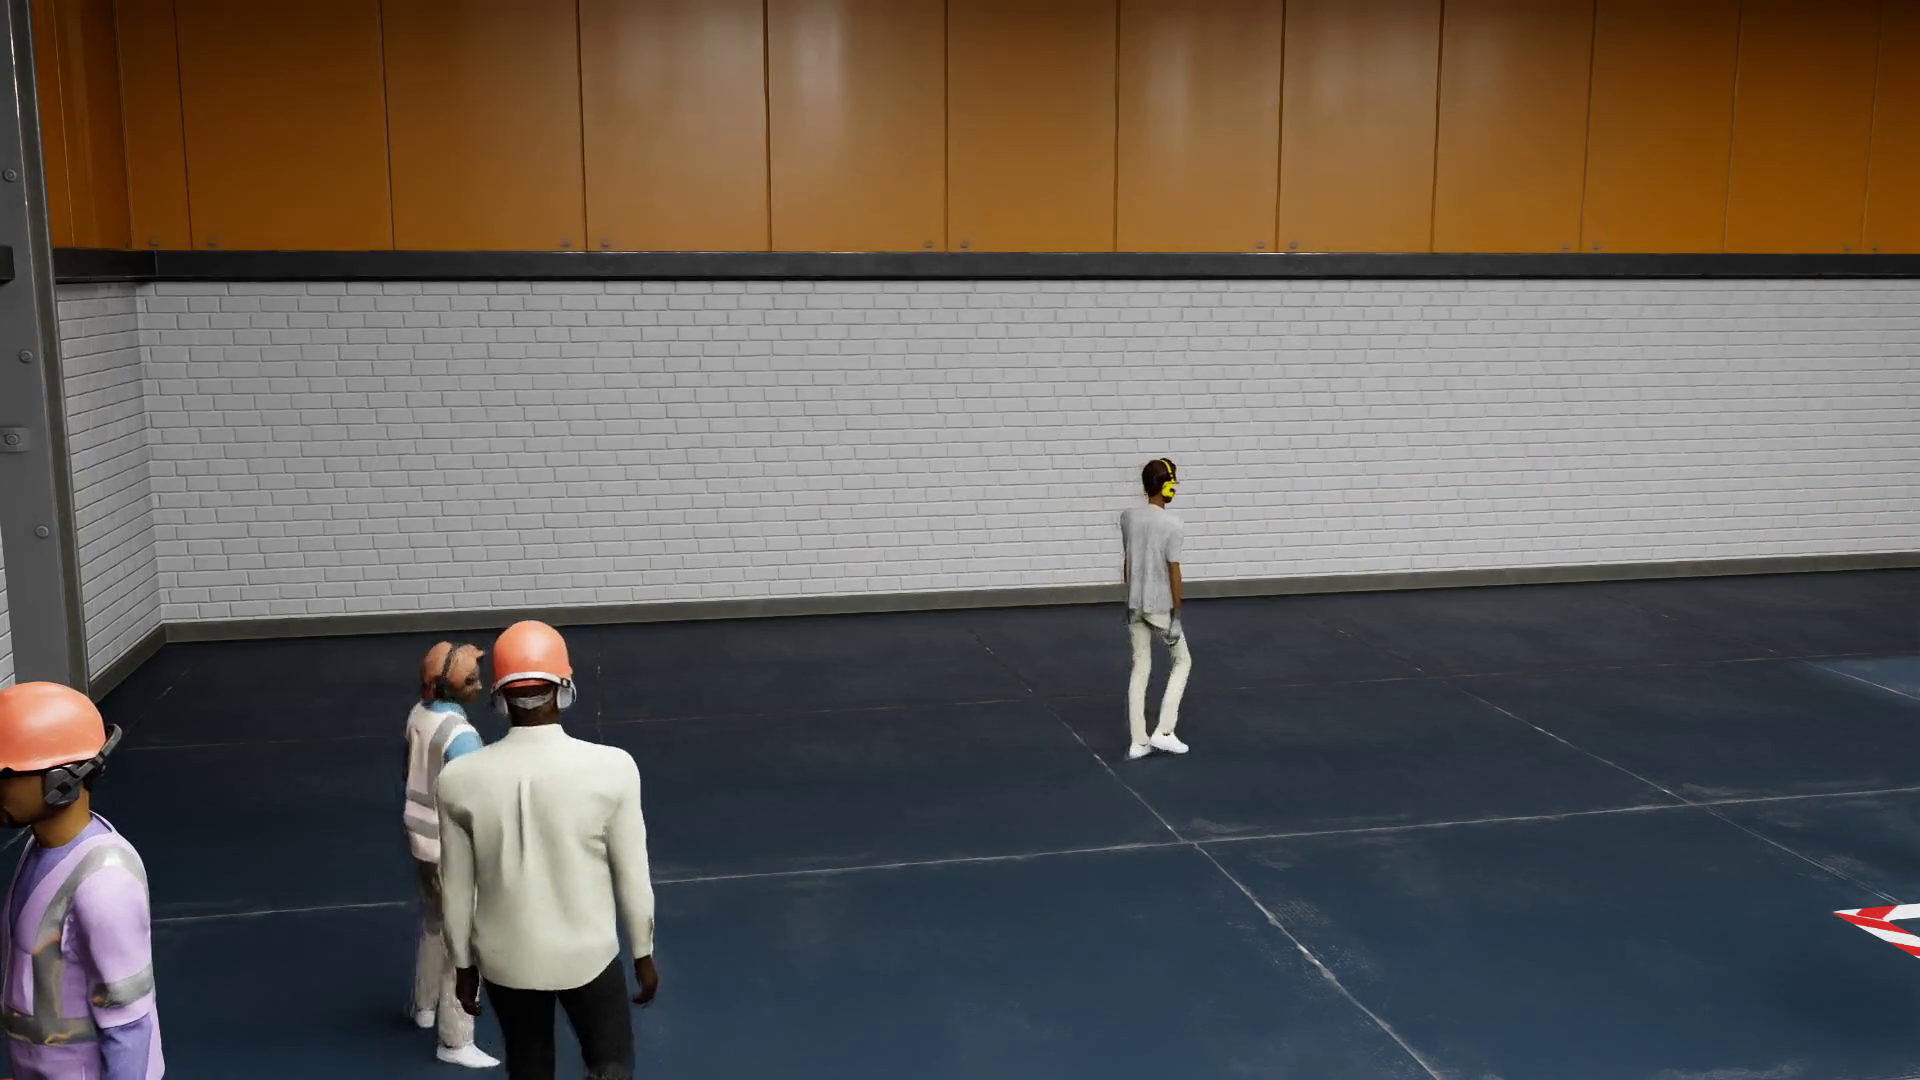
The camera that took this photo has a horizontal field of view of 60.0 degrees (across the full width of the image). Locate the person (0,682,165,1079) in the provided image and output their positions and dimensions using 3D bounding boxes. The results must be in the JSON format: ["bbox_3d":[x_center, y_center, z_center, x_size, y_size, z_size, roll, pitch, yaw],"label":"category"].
[{"bbox_3d":[-2.129,1.339,4.010,0.373,2.044,0.606,-8,12,-42],"label":"person"}]

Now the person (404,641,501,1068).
[{"bbox_3d":[-1.985,1.176,6.385,0.314,1.629,0.660,-6,11,-35],"label":"person"}]

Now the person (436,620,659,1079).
[{"bbox_3d":[-1.221,1.222,4.902,0.635,1.980,0.624,0,9,0],"label":"person"}]

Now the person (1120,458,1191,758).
[{"bbox_3d":[1.203,0.420,10.215,0.512,1.854,0.495,8,12,41],"label":"person"}]
